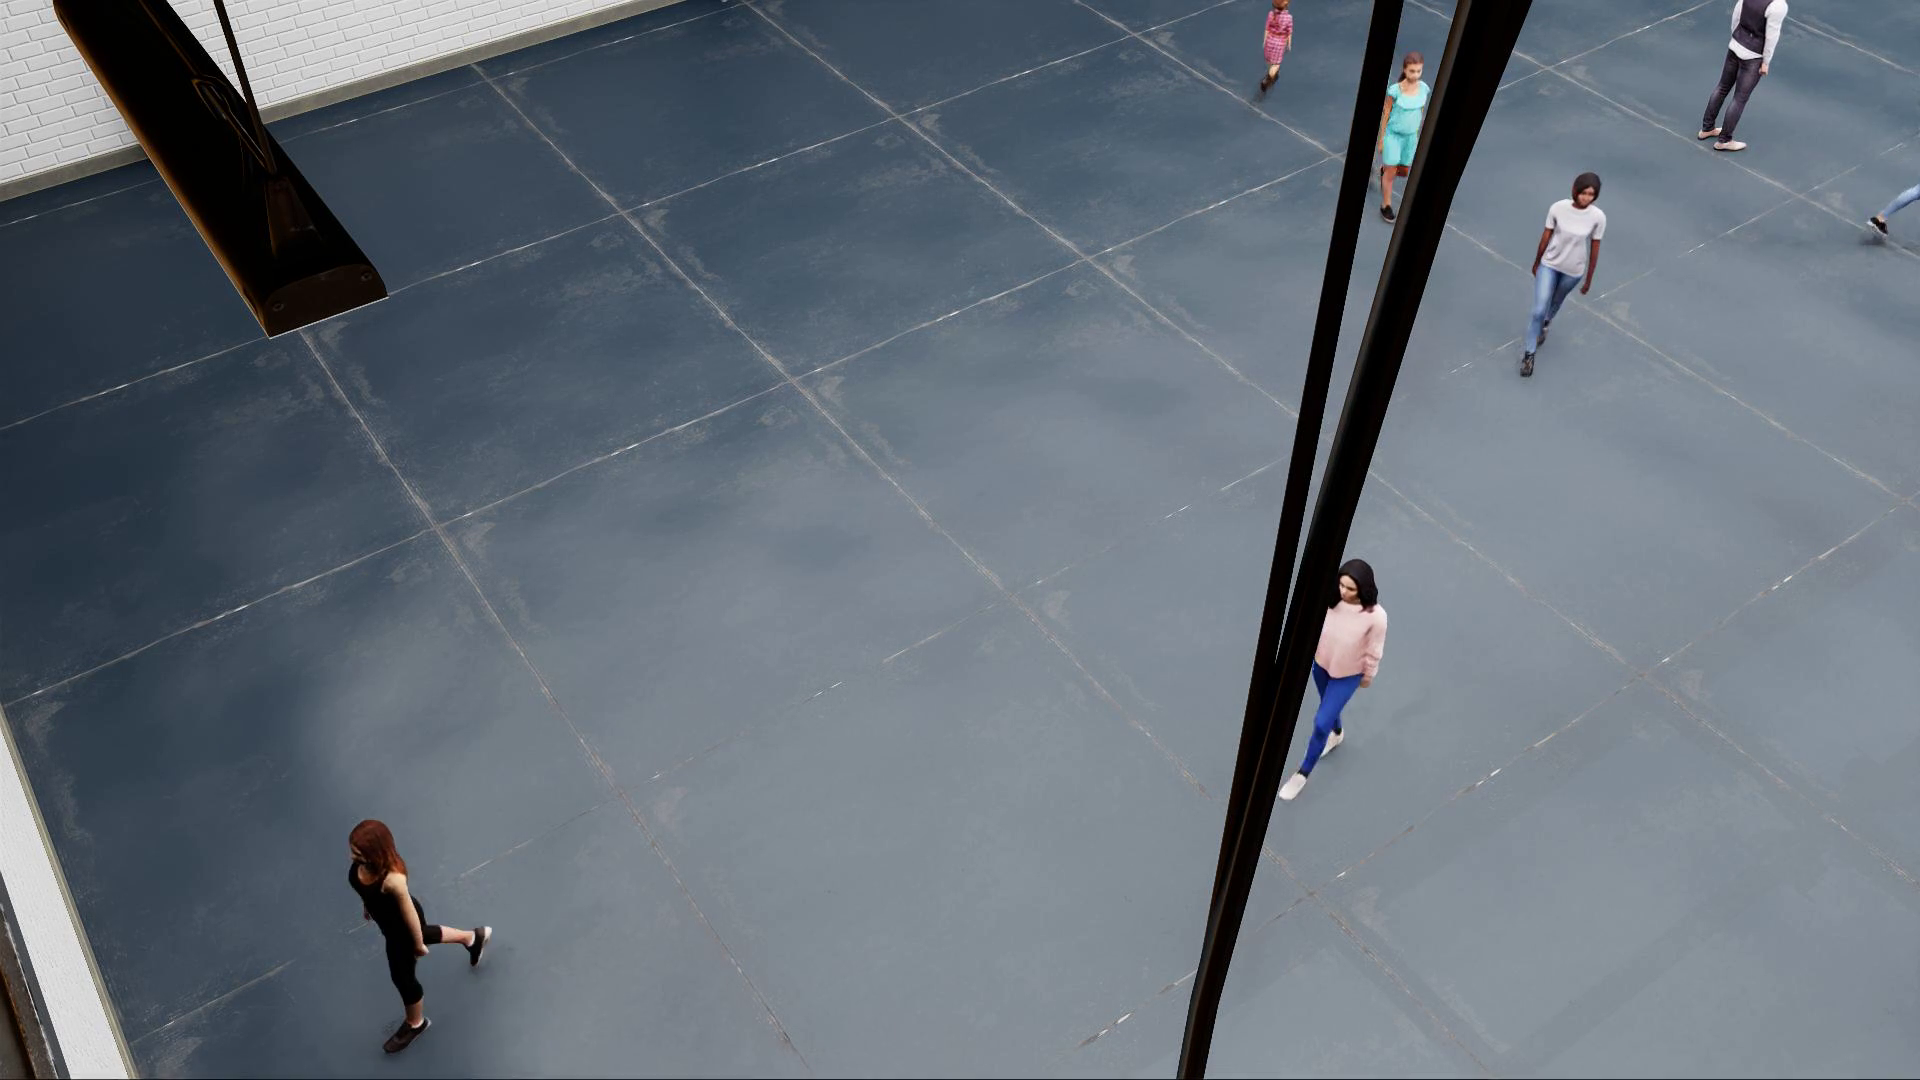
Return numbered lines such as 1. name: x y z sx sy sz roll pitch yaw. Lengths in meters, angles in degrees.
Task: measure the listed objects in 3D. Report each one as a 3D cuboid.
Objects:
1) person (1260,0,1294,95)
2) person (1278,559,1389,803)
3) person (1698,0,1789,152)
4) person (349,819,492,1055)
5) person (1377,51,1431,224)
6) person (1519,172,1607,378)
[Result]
1. person: 3.113 -4.900 16.379 0.587 1.013 0.755 22 48 21
2. person: 2.299 0.715 9.959 0.993 1.737 0.729 -32 52 -29
3. person: 7.278 -4.494 15.366 0.684 1.823 0.754 -13 45 -14
4. person: -2.876 1.949 8.685 1.002 1.708 0.613 -30 51 -28
5. person: 3.837 -3.575 14.601 0.828 1.547 0.808 -6 44 -6
6. person: 4.707 -2.149 13.007 1.034 1.681 1.206 14 45 14
